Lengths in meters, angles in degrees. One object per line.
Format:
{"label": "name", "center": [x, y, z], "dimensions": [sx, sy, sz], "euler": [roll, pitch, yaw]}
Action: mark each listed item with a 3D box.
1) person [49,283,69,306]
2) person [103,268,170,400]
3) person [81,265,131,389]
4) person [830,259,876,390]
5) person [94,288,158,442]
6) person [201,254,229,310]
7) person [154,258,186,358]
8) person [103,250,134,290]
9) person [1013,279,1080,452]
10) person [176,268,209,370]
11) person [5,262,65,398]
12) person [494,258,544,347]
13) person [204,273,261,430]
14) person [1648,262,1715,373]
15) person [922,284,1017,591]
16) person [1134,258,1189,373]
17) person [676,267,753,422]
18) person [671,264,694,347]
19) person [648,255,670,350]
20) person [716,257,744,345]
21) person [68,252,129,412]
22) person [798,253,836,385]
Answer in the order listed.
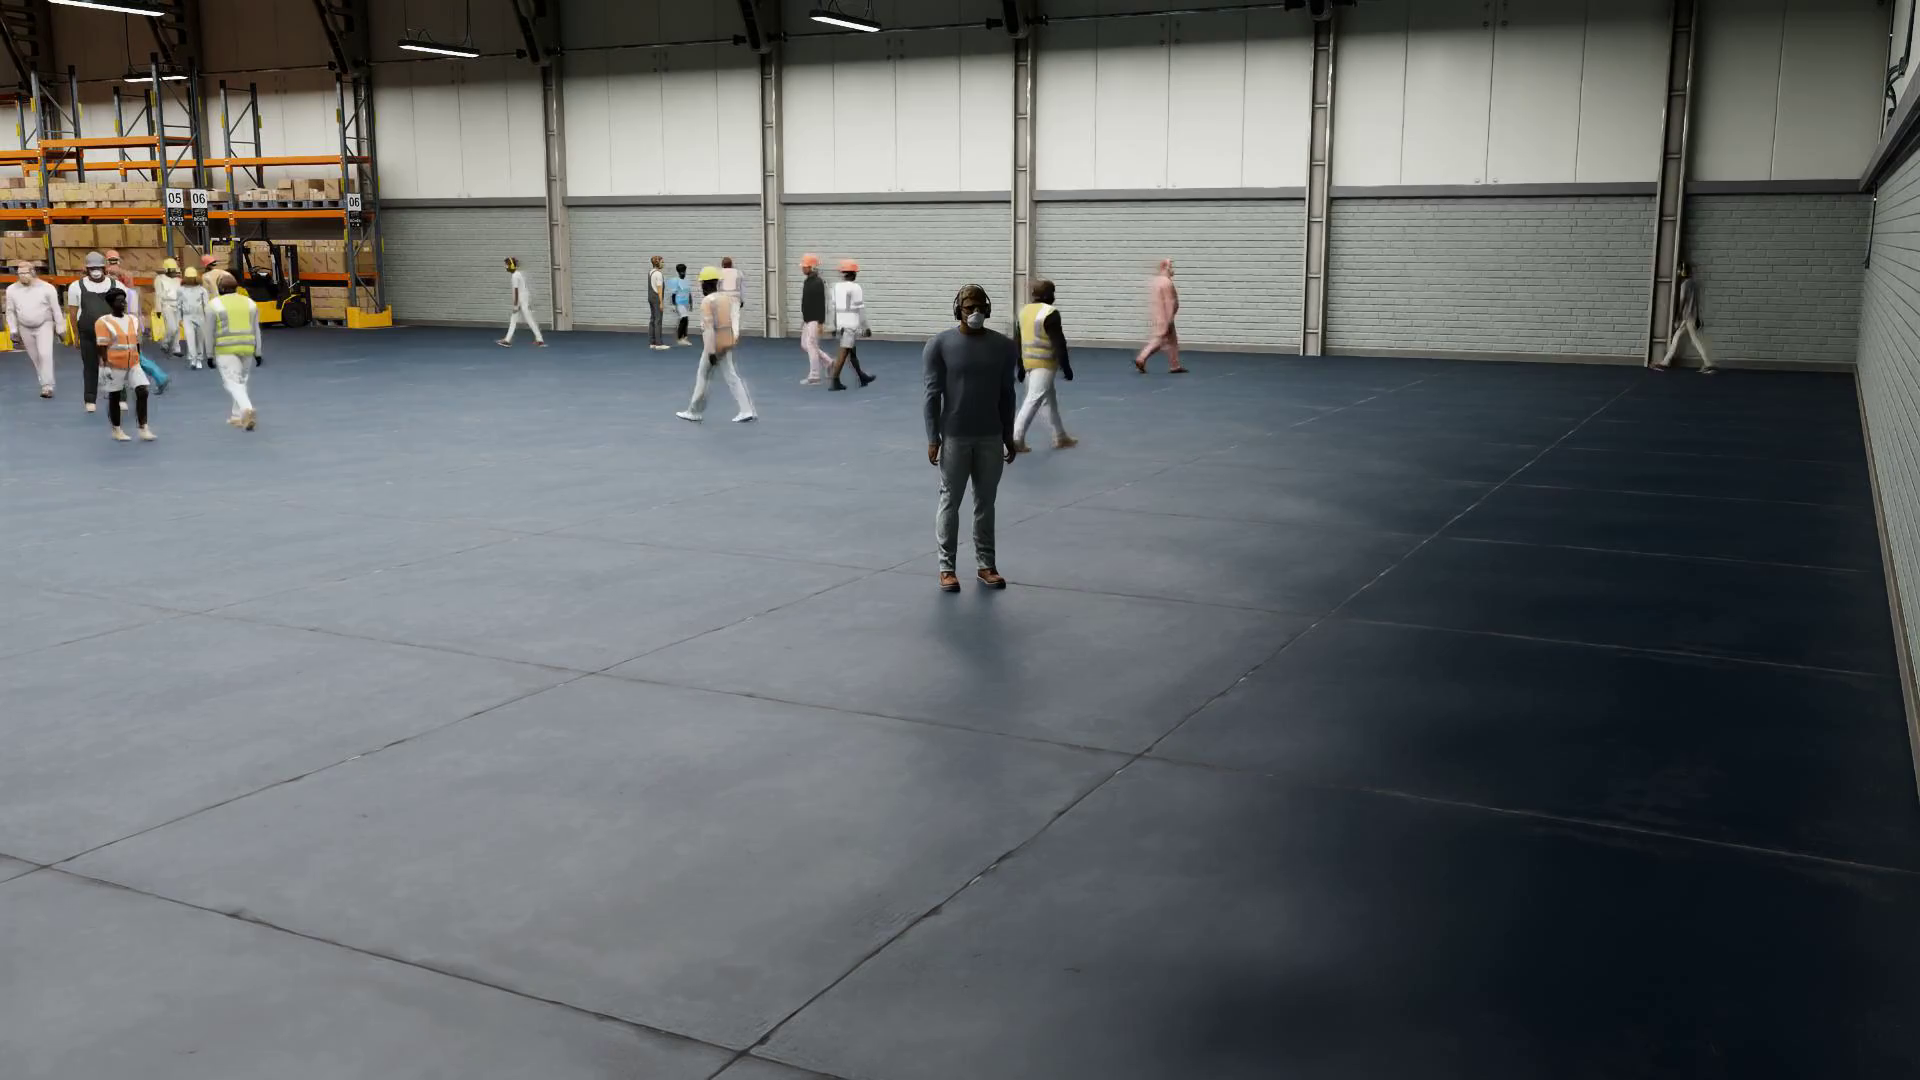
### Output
{"label": "person", "center": [-23.065, -6.490, 42.524], "dimensions": [0.667, 1.901, 0.595], "euler": [5, 11, 24]}
{"label": "person", "center": [-11.440, -2.859, 23.001], "dimensions": [0.572, 1.808, 0.879], "euler": [5, 12, 26]}
{"label": "person", "center": [-12.436, -3.104, 24.215], "dimensions": [0.886, 1.849, 0.579], "euler": [5, 12, 27]}
{"label": "person", "center": [-1.581, -3.142, 24.305], "dimensions": [1.004, 1.881, 0.555], "euler": [-10, 14, -43]}
{"label": "person", "center": [-8.997, -1.874, 17.950], "dimensions": [0.696, 1.664, 0.547], "euler": [6, 12, 31]}
{"label": "person", "center": [-13.815, -4.397, 31.144], "dimensions": [0.679, 1.886, 0.494], "euler": [-8, 13, -38]}
{"label": "person", "center": [-14.378, -4.223, 30.355], "dimensions": [0.417, 1.820, 0.603], "euler": [4, 11, 19]}
{"label": "person", "center": [-15.343, -4.265, 30.226], "dimensions": [0.620, 1.960, 0.838], "euler": [-7, 12, -32]}
{"label": "person", "center": [0.852, -1.812, 17.326], "dimensions": [0.976, 1.796, 0.627], "euler": [-5, 12, -27]}
{"label": "person", "center": [-12.807, -3.695, 27.825], "dimensions": [0.502, 1.684, 0.915], "euler": [-5, 11, -25]}
{"label": "person", "center": [-12.767, -2.877, 22.905], "dimensions": [0.658, 1.865, 0.887], "euler": [-1, 10, -7]}
{"label": "person", "center": [-8.835, -4.745, 33.320], "dimensions": [1.003, 1.791, 0.502], "euler": [-4, 11, -20]}
{"label": "person", "center": [-8.391, -2.180, 19.289], "dimensions": [0.858, 1.812, 0.630], "euler": [8, 13, 37]}
{"label": "person", "center": [11.872, -3.620, 27.153], "dimensions": [1.046, 1.798, 0.528], "euler": [7, 12, 33]}
{"label": "person", "center": [0.073, -0.648, 10.558], "dimensions": [0.630, 1.940, 0.372], "euler": [-4, 11, -21]}
{"label": "person", "center": [3.283, -3.631, 27.011], "dimensions": [0.900, 1.875, 0.653], "euler": [-1, 10, -5]}
{"label": "person", "center": [-2.931, -2.343, 19.993], "dimensions": [1.034, 1.869, 0.603], "euler": [5, 11, 25]}
{"label": "person", "center": [-5.514, -4.706, 33.409], "dimensions": [0.585, 1.658, 0.577], "euler": [5, 12, 26]}
{"label": "person", "center": [-5.964, -4.671, 32.745], "dimensions": [0.349, 1.846, 0.506], "euler": [-7, 12, -32]}
{"label": "person", "center": [-4.735, -4.910, 34.177], "dimensions": [0.626, 1.809, 0.903], "euler": [-2, 11, -11]}
{"label": "person", "center": [-10.935, -2.648, 21.183], "dimensions": [0.688, 2.000, 0.536], "euler": [-6, 12, -31]}
{"label": "person", "center": [-2.148, -3.319, 25.014], "dimensions": [0.593, 1.974, 0.628], "euler": [-4, 11, -23]}
